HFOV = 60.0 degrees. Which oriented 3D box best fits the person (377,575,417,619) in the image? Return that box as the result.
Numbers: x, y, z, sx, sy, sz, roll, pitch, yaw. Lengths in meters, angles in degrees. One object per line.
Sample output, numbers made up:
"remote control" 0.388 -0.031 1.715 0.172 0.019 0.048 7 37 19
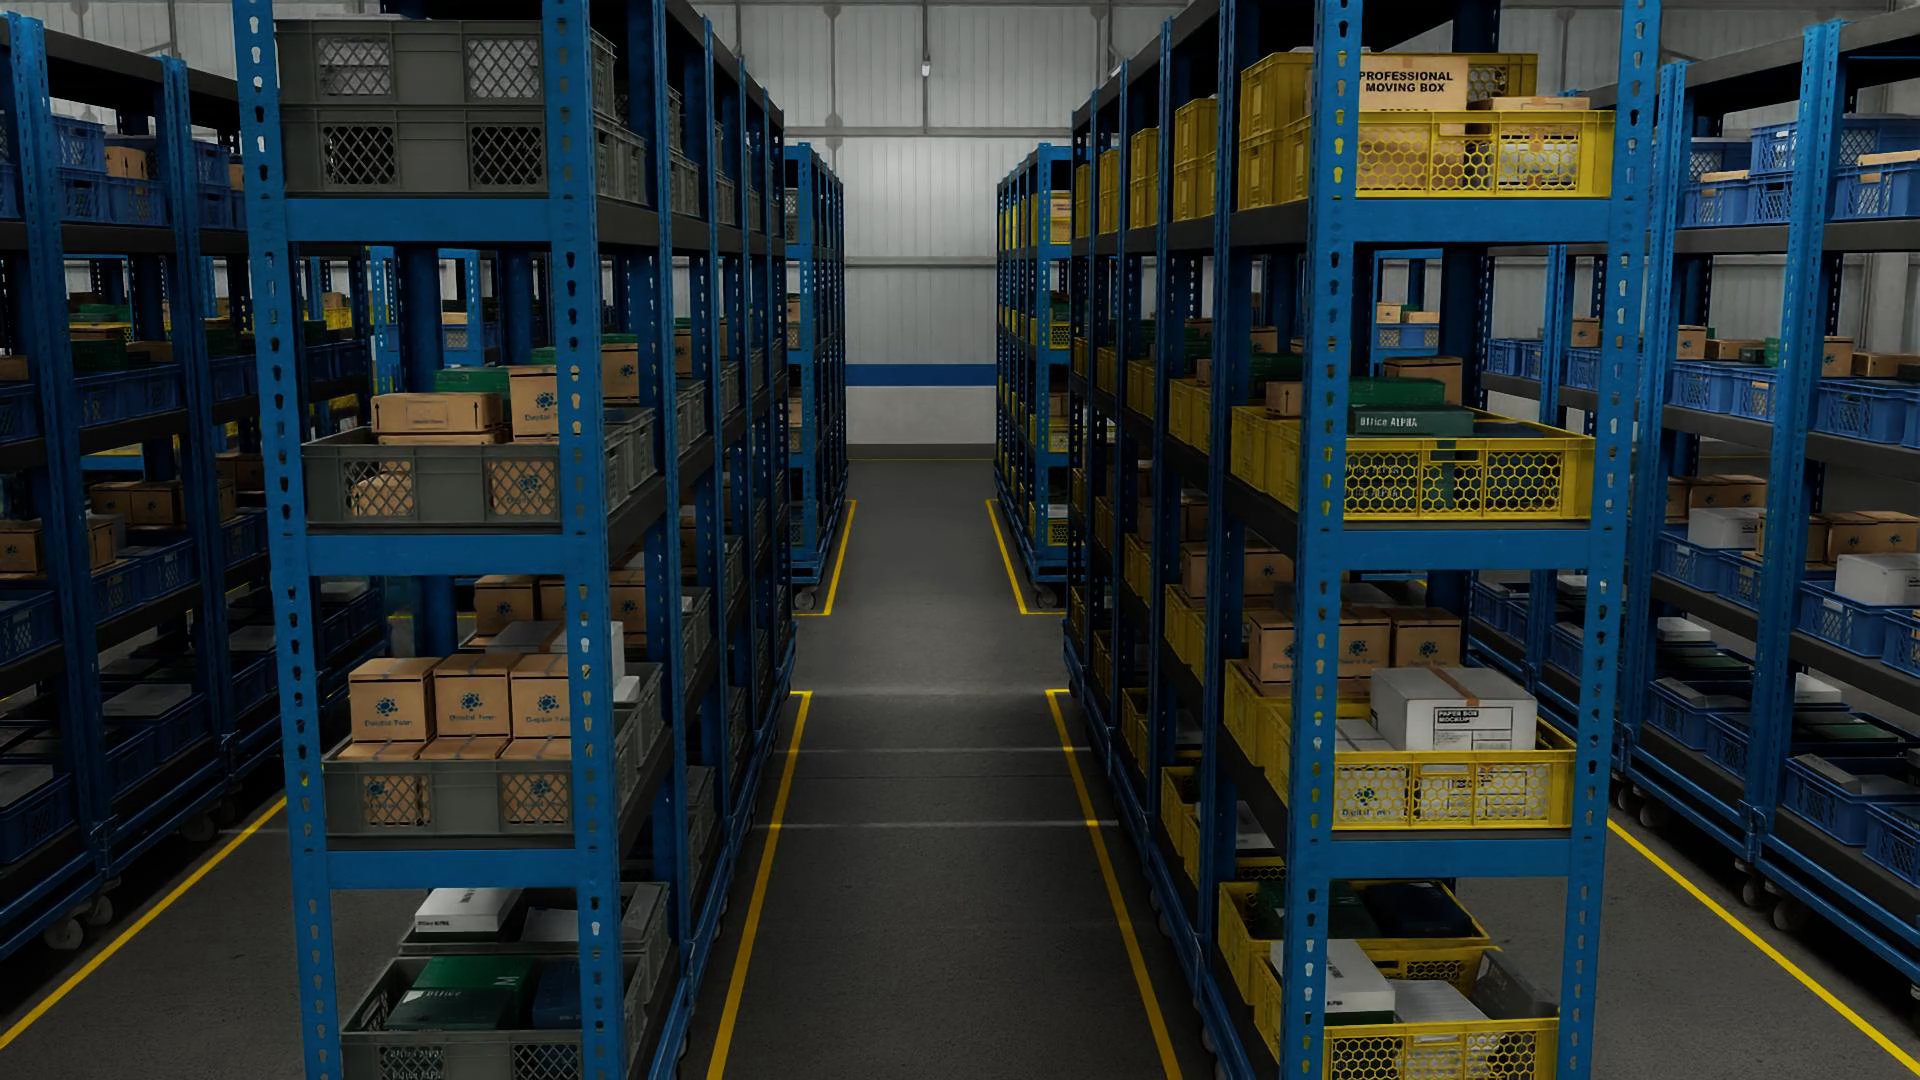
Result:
"person" -3.734 -0.054 11.199 0.779 1.826 0.576 1 9 4
